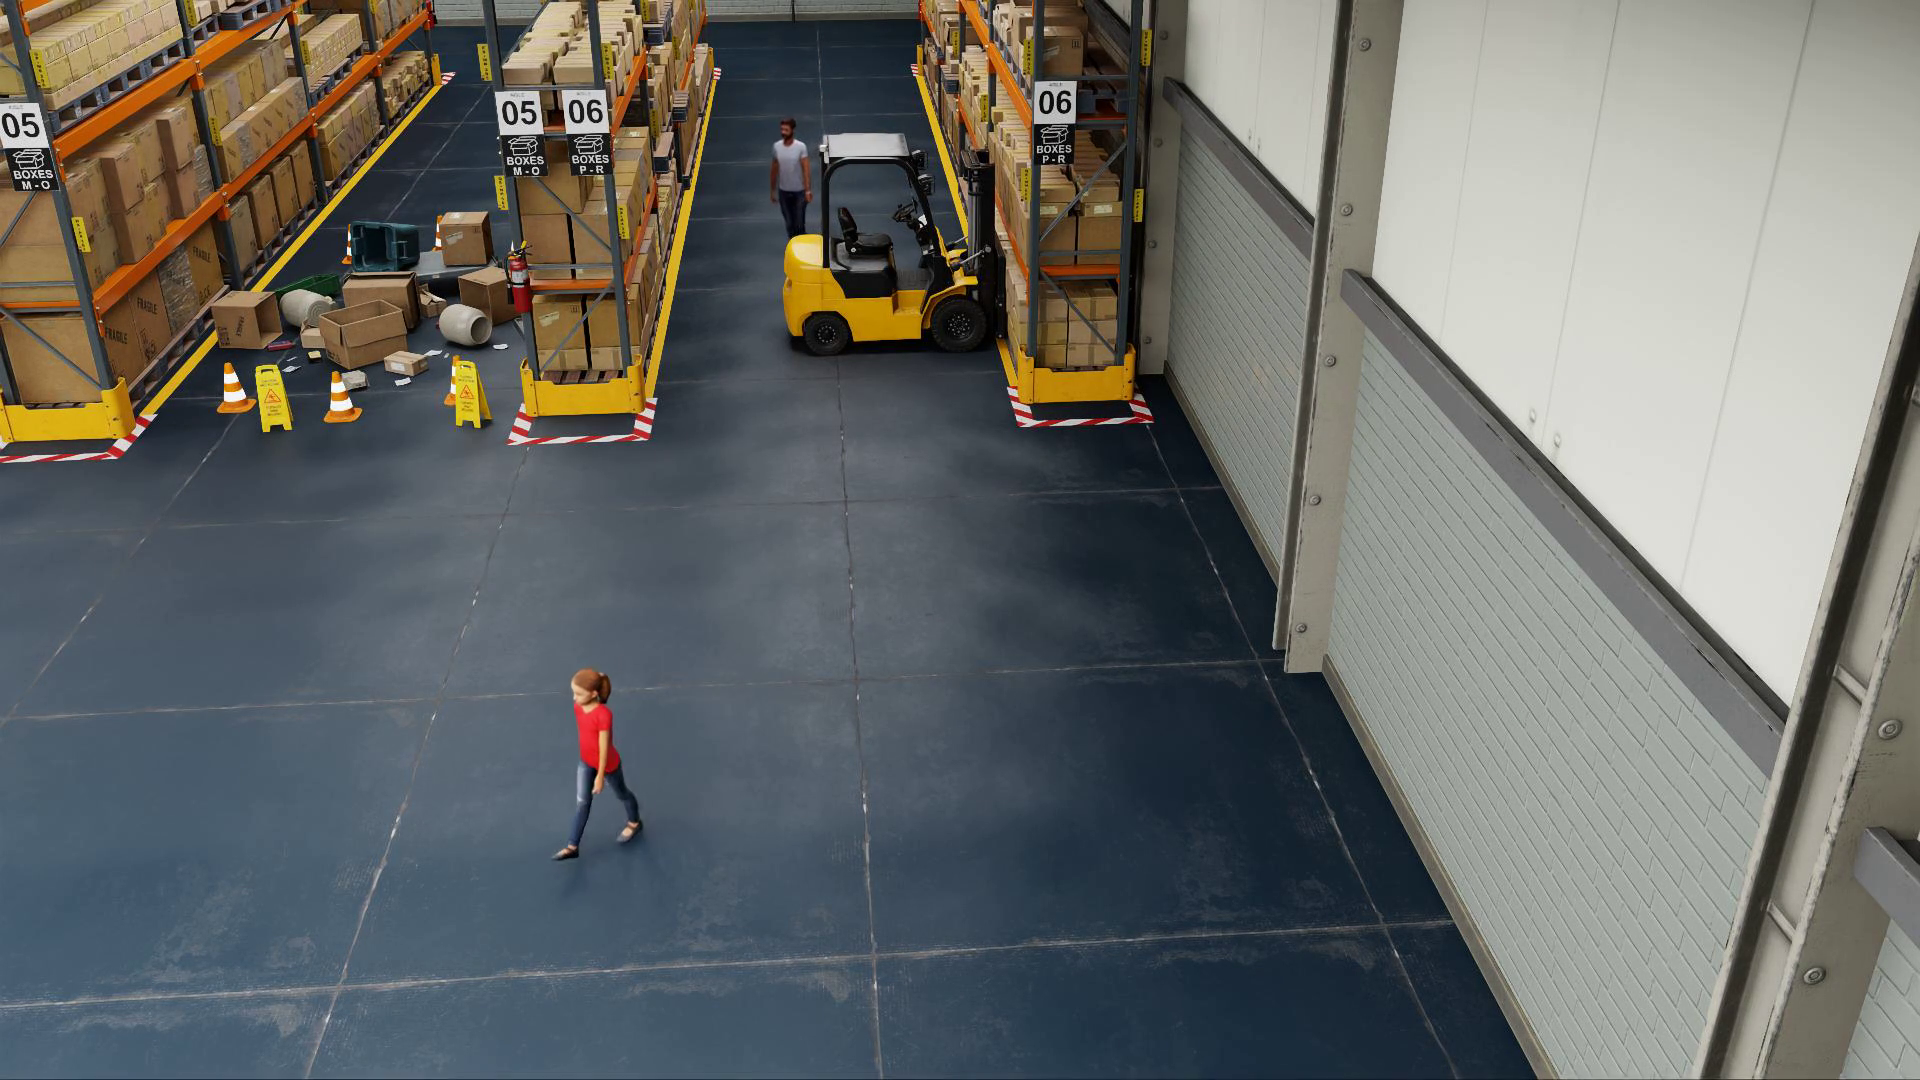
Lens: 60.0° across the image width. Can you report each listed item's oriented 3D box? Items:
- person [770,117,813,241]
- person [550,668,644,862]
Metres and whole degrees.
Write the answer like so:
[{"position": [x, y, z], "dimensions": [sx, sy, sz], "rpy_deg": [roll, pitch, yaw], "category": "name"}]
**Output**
[{"position": [-2.032, -4.302, 20.519], "dimensions": [0.755, 1.853, 0.779], "rpy_deg": [7, 28, 13], "category": "person"}, {"position": [-2.145, 1.341, 10.185], "dimensions": [0.817, 1.280, 0.914], "rpy_deg": [18, 32, 31], "category": "person"}]
